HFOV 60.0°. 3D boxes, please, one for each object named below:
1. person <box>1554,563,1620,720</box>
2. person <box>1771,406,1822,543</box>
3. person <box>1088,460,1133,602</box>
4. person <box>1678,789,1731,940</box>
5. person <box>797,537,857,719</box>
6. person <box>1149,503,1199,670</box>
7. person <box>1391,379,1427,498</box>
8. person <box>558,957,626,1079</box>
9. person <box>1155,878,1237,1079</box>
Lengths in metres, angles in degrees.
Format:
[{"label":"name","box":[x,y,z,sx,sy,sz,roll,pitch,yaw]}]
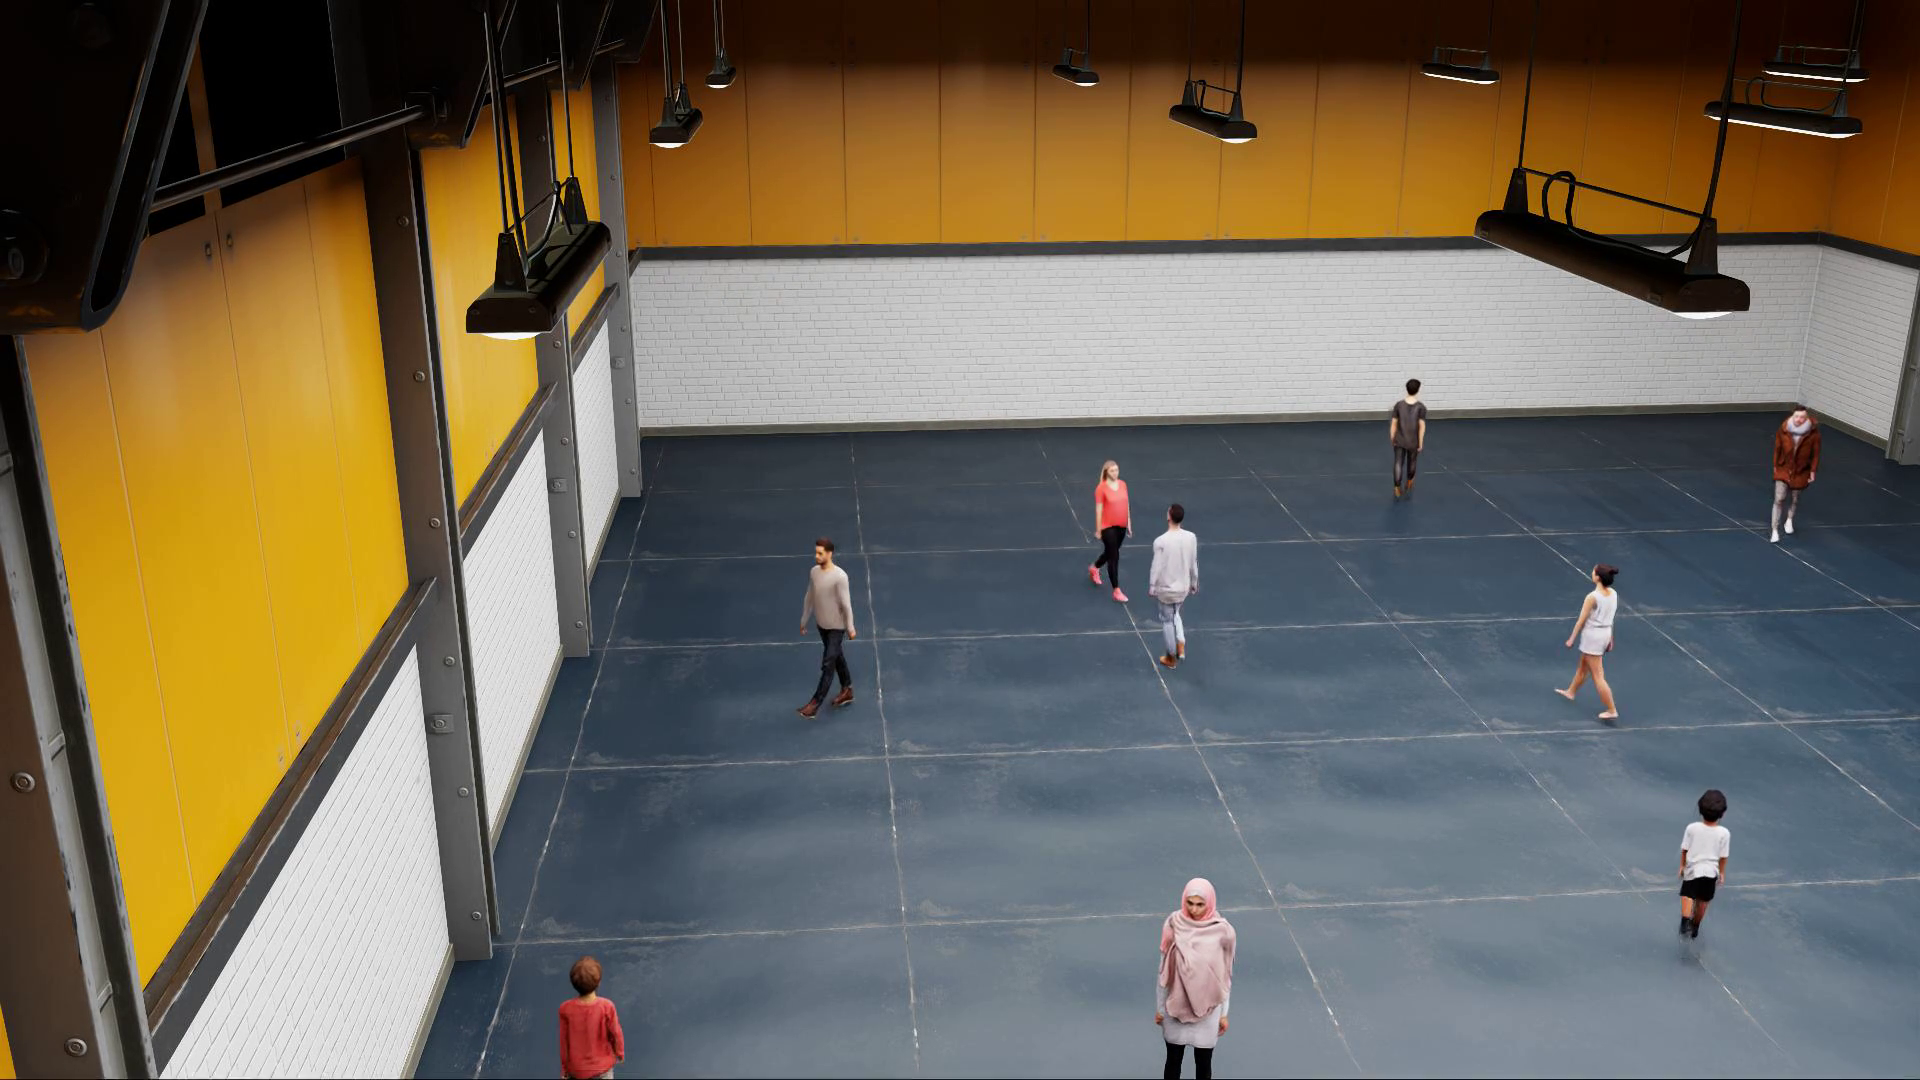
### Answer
[{"label":"person","box":[6.391,1.035,16.578,0.896,1.569,1.133,-12,22,-31]},{"label":"person","box":[10.997,-0.891,21.942,1.048,1.795,1.240,8,20,23]},{"label":"person","box":[1.774,-0.149,19.943,0.968,1.664,1.182,-13,23,-34]},{"label":"person","box":[5.669,2.511,12.693,0.658,1.251,0.775,8,20,21]},{"label":"person","box":[-1.230,0.847,16.728,1.133,1.829,1.180,16,24,39]},{"label":"person","box":[2.306,0.519,17.701,0.780,1.830,0.770,-9,20,-24]},{"label":"person","box":[6.353,-1.418,23.692,0.941,1.677,1.145,8,20,21]},{"label":"person","box":[-2.284,3.259,10.242,0.538,1.397,0.788,-1,19,-4]},{"label":"person","box":[1.467,2.955,10.508,0.701,1.804,0.688,4,19,10]}]
